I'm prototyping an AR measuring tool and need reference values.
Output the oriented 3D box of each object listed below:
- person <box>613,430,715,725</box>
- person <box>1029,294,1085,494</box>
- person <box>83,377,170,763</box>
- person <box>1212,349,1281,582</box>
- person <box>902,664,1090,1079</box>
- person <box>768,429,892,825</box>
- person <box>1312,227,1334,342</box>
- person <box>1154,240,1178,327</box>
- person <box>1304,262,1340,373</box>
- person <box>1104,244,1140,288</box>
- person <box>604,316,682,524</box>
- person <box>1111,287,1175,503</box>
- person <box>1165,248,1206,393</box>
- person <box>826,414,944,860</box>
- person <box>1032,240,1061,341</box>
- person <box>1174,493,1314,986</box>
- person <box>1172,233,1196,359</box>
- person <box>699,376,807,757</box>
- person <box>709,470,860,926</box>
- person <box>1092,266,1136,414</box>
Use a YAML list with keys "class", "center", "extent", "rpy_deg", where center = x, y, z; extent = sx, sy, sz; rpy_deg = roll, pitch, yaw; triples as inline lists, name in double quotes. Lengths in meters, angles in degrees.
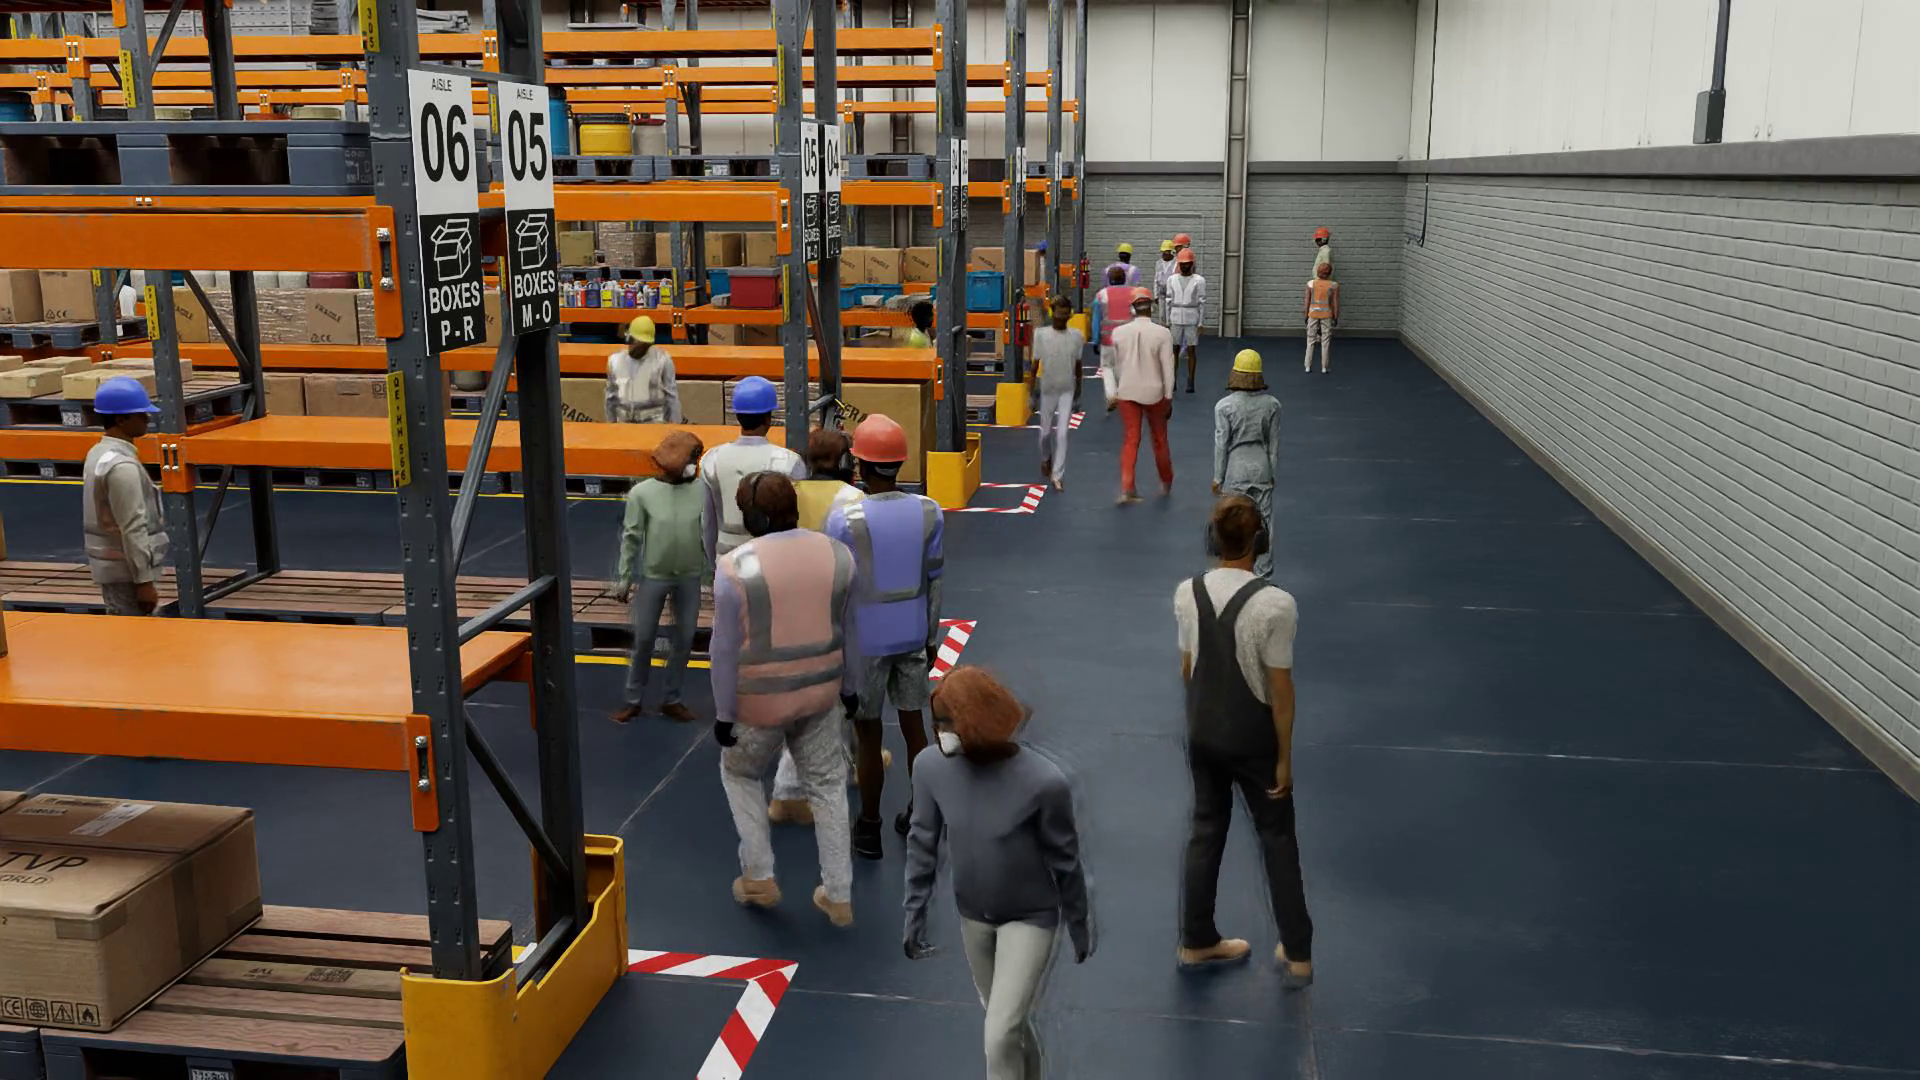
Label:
- class: "person"
  center: [-1.568, 0.210, 8.918]
  extent: [0.589, 1.610, 0.313]
  rpy_deg: [-5, 14, -23]
- class: "person"
  center: [0.908, -1.397, 15.643]
  extent: [0.504, 1.843, 0.755]
  rpy_deg: [0, 12, -1]
- class: "person"
  center: [-4.189, 0.146, 8.422]
  extent: [0.405, 1.946, 0.609]
  rpy_deg: [-9, 16, -37]
- class: "person"
  center: [1.984, -0.457, 11.612]
  extent: [0.487, 1.744, 0.312]
  rpy_deg: [-3, 13, -13]
- class: "person"
  center: [0.086, 1.122, 4.810]
  extent: [0.525, 1.588, 0.719]
  rpy_deg: [8, 15, 33]
- class: "person"
  center: [-0.600, 0.389, 7.744]
  extent: [0.946, 1.782, 0.744]
  rpy_deg: [-12, 17, -43]
- class: "person"
  center: [6.362, -4.489, 29.240]
  extent: [0.382, 1.995, 0.611]
  rpy_deg: [2, 13, 9]
- class: "person"
  center: [3.532, -4.145, 28.093]
  extent: [0.600, 1.824, 0.412]
  rpy_deg: [11, 16, 40]
- class: "person"
  center: [5.350, -3.285, 24.640]
  extent: [0.519, 1.633, 0.312]
  rpy_deg: [5, 14, 23]
- class: "person"
  center: [2.467, -3.570, 25.388]
  extent: [0.617, 1.854, 1.003]
  rpy_deg: [6, 14, 24]
- class: "person"
  center: [-2.635, -0.952, 13.753]
  extent: [0.651, 1.788, 0.605]
  rpy_deg: [3, 13, 12]
- class: "person"
  center: [1.655, -1.310, 15.081]
  extent: [0.617, 1.936, 0.894]
  rpy_deg: [4, 13, 19]
- class: "person"
  center: [3.028, -2.952, 22.429]
  extent: [0.546, 1.939, 0.375]
  rpy_deg: [5, 13, 21]
- class: "person"
  center: [-0.333, 0.420, 7.202]
  extent: [0.545, 1.942, 0.354]
  rpy_deg: [-7, 14, -30]
- class: "person"
  center: [1.305, -3.736, 26.002]
  extent: [0.561, 1.932, 0.618]
  rpy_deg: [2, 13, 8]
- class: "person"
  center: [1.044, 0.735, 6.055]
  extent: [0.557, 1.825, 0.428]
  rpy_deg: [10, 16, 37]
- class: "person"
  center: [3.557, -3.888, 26.553]
  extent: [0.413, 1.985, 0.616]
  rpy_deg: [-1, 13, -5]
- class: "person"
  center: [-1.017, 0.141, 8.442]
  extent: [0.607, 1.950, 0.384]
  rpy_deg: [4, 13, 18]
- class: "person"
  center: [-0.690, 0.616, 6.584]
  extent: [0.689, 1.816, 0.610]
  rpy_deg: [-8, 15, -31]
- class: "person"
  center: [1.950, -2.440, 20.401]
  extent: [0.676, 1.821, 0.449]
  rpy_deg: [0, 12, 1]
